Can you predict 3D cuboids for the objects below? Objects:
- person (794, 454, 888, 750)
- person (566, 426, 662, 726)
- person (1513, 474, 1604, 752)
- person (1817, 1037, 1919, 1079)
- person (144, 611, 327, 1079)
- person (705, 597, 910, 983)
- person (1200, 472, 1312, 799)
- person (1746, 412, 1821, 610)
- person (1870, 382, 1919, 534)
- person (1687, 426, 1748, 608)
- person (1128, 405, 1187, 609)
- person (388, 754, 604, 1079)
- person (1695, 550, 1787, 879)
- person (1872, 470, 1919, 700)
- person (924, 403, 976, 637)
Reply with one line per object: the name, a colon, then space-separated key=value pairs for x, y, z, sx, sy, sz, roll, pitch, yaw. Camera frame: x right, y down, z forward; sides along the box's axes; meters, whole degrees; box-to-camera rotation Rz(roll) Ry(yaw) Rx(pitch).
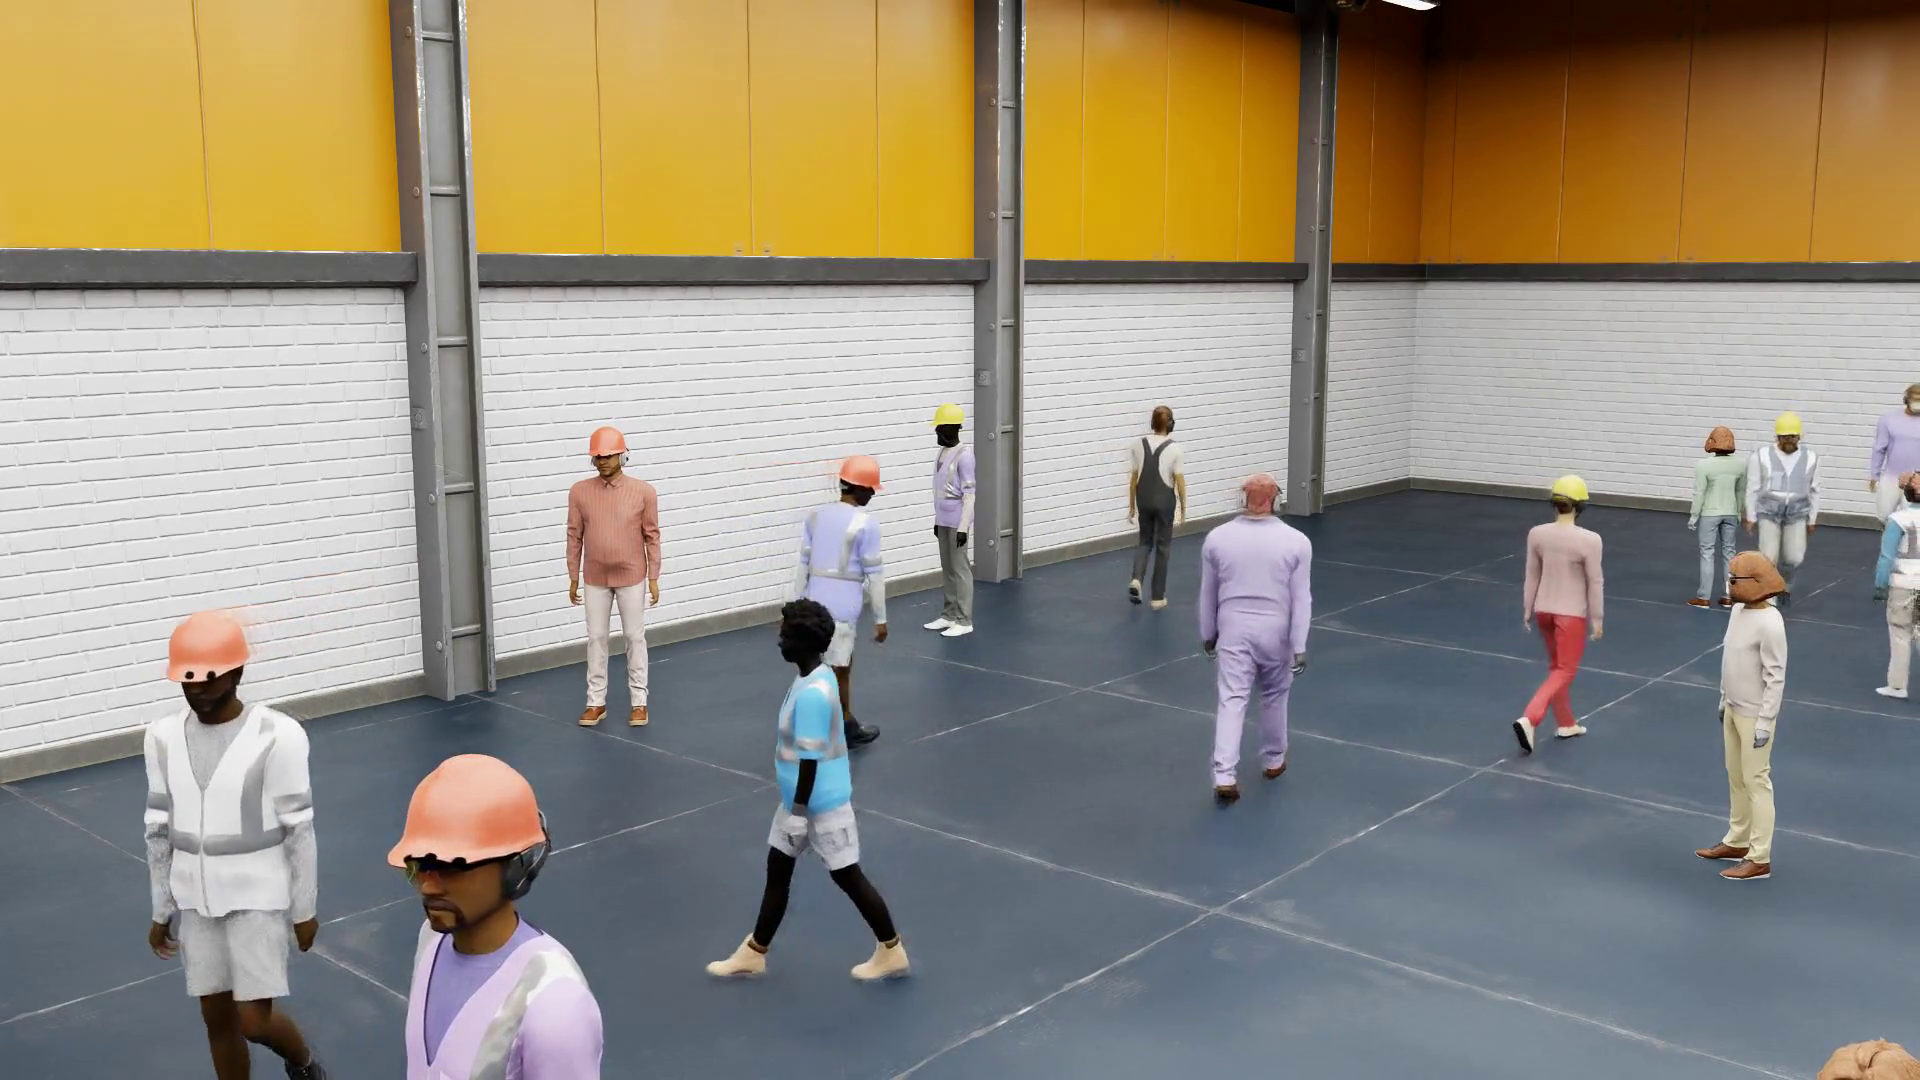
person: x=-0.714 y=0.422 z=10.177 sx=0.562 sy=1.880 sz=0.886 roll=8 pitch=12 yaw=40
person: x=-2.288 y=0.243 z=10.975 sx=0.623 sy=1.992 sz=0.387 roll=0 pitch=9 yaw=1
person: x=3.747 y=0.451 z=10.442 sx=0.805 sy=1.737 sz=0.528 roll=-6 pitch=11 yaw=-32
person: x=1.611 y=1.688 z=3.035 sx=0.285 sy=1.633 sz=0.499 roll=-8 pitch=12 yaw=-40
person: x=-2.382 y=1.164 z=5.445 sx=0.546 sy=1.923 sz=0.438 roll=1 pitch=9 yaw=8
person: x=-0.608 y=1.059 z=6.933 sx=0.857 sy=1.652 sz=0.540 roll=-1 pitch=9 yaw=-8
person: x=1.685 y=0.539 z=9.552 sx=0.659 sy=1.865 sz=0.977 roll=4 pitch=10 yaw=21
person: x=7.161 y=-0.219 z=14.492 sx=0.594 sy=1.804 sz=0.437 roll=3 pitch=9 yaw=16
person: x=9.404 y=-0.607 z=16.509 sx=0.641 sy=1.926 sz=0.514 roll=7 pitch=11 yaw=37
person: x=6.774 y=-0.200 z=14.890 sx=0.498 sy=1.633 sz=0.282 roll=-1 pitch=9 yaw=-6
person: x=1.738 y=-0.279 z=14.753 sx=0.546 sy=1.832 sz=0.457 roll=5 pitch=10 yaw=28
person: x=-0.951 y=1.427 z=3.378 sx=0.362 sy=2.048 sz=0.610 roll=-9 pitch=12 yaw=-43
person: x=3.887 y=0.860 z=8.235 sx=0.278 sy=1.631 sz=0.507 roll=0 pitch=9 yaw=3
person: x=6.636 y=0.321 z=11.602 sx=0.544 sy=1.625 sz=0.352 roll=-2 pitch=9 yaw=-11
person: x=-0.073 y=-0.168 z=13.772 sx=0.370 sy=1.927 sz=0.588 roll=-4 pitch=10 yaw=-25
